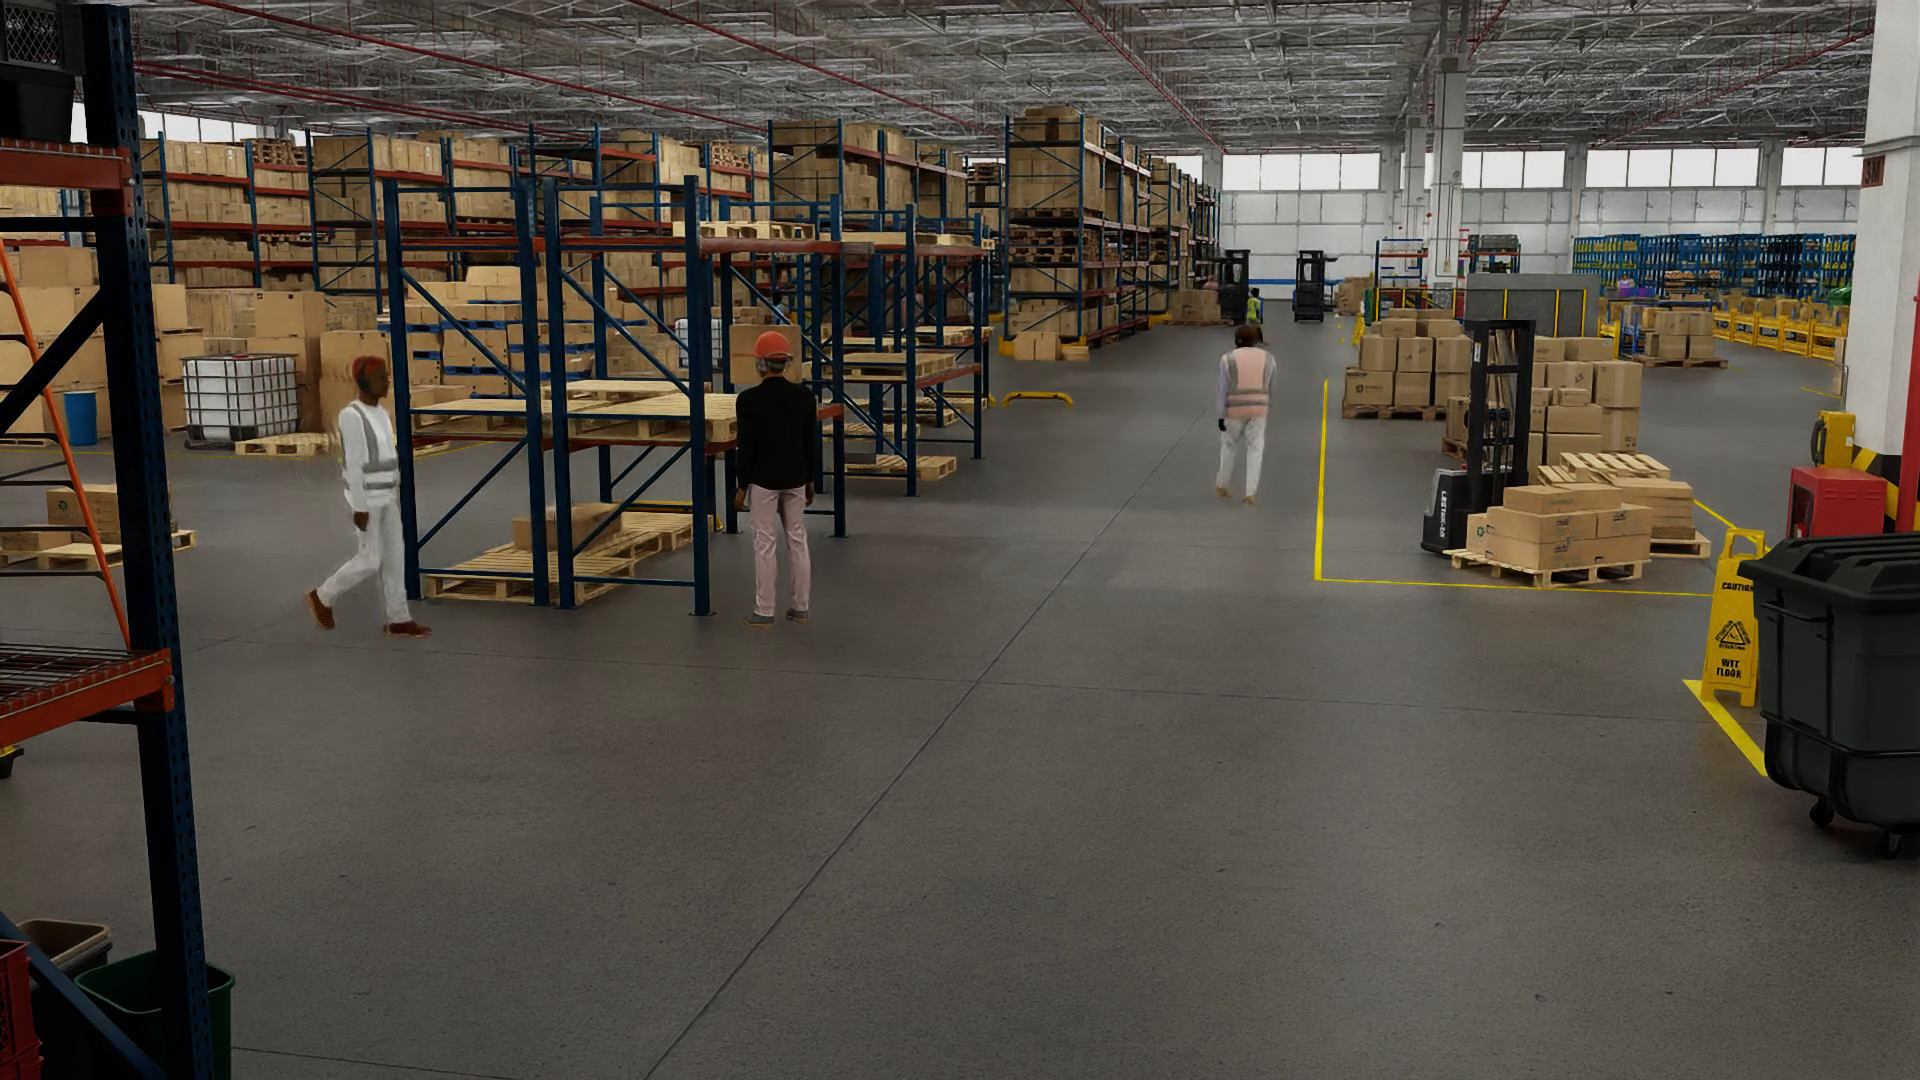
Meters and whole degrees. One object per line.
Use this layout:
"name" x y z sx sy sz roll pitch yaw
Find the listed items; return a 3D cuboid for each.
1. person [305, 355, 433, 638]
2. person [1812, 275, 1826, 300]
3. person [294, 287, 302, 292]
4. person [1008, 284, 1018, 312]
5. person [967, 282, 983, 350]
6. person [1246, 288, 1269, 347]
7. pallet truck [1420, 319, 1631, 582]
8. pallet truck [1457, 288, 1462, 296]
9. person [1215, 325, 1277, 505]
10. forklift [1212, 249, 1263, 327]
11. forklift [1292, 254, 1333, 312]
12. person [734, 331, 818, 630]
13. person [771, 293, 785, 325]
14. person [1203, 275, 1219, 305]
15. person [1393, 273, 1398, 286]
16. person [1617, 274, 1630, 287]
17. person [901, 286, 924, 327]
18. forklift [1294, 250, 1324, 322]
"person" -3.860 -0.266 10.790 0.719 1.867 0.586 1 10 7
"person" 39.604 -11.377 76.731 0.632 1.803 0.732 2 10 12
"person" -20.283 -6.963 51.184 0.541 1.599 0.807 4 10 21
"person" 2.002 -9.239 64.138 0.828 1.786 0.571 -8 12 -40
"person" 0.475 -6.209 45.940 0.561 1.890 1.000 1 10 8
"person" 8.299 -6.228 46.685 0.861 1.644 0.544 -6 11 -32
"pallet truck" 4.543 -0.757 13.299 0.823 1.965 1.885 -4 10 -22
"pallet truck" 20.506 -9.785 68.819 0.653 1.274 1.630 2 10 12
"person" 2.892 -1.284 17.017 0.625 1.800 0.941 -1 10 -4
"forklift" 10.168 -9.265 61.068 1.873 2.768 1.129 -8 13 -40
"forklift" 16.465 -12.025 77.416 1.873 2.768 1.129 2 10 12
"person" -1.240 -0.397 11.171 0.623 1.993 0.385 -7 12 -36
"person" -4.248 -4.920 38.838 0.317 1.695 0.540 0 10 1
"person" 9.414 -9.016 62.594 0.641 1.874 0.815 -1 10 -3
"person" 23.071 -13.274 88.204 0.485 1.734 0.346 -7 12 -37
"person" 28.837 -10.650 72.325 0.563 1.848 0.390 -1 10 -8
"person" -1.221 -5.803 43.634 0.653 1.849 1.036 4 10 23
"forklift" 13.778 -10.002 65.433 1.129 2.768 1.873 2 10 12
